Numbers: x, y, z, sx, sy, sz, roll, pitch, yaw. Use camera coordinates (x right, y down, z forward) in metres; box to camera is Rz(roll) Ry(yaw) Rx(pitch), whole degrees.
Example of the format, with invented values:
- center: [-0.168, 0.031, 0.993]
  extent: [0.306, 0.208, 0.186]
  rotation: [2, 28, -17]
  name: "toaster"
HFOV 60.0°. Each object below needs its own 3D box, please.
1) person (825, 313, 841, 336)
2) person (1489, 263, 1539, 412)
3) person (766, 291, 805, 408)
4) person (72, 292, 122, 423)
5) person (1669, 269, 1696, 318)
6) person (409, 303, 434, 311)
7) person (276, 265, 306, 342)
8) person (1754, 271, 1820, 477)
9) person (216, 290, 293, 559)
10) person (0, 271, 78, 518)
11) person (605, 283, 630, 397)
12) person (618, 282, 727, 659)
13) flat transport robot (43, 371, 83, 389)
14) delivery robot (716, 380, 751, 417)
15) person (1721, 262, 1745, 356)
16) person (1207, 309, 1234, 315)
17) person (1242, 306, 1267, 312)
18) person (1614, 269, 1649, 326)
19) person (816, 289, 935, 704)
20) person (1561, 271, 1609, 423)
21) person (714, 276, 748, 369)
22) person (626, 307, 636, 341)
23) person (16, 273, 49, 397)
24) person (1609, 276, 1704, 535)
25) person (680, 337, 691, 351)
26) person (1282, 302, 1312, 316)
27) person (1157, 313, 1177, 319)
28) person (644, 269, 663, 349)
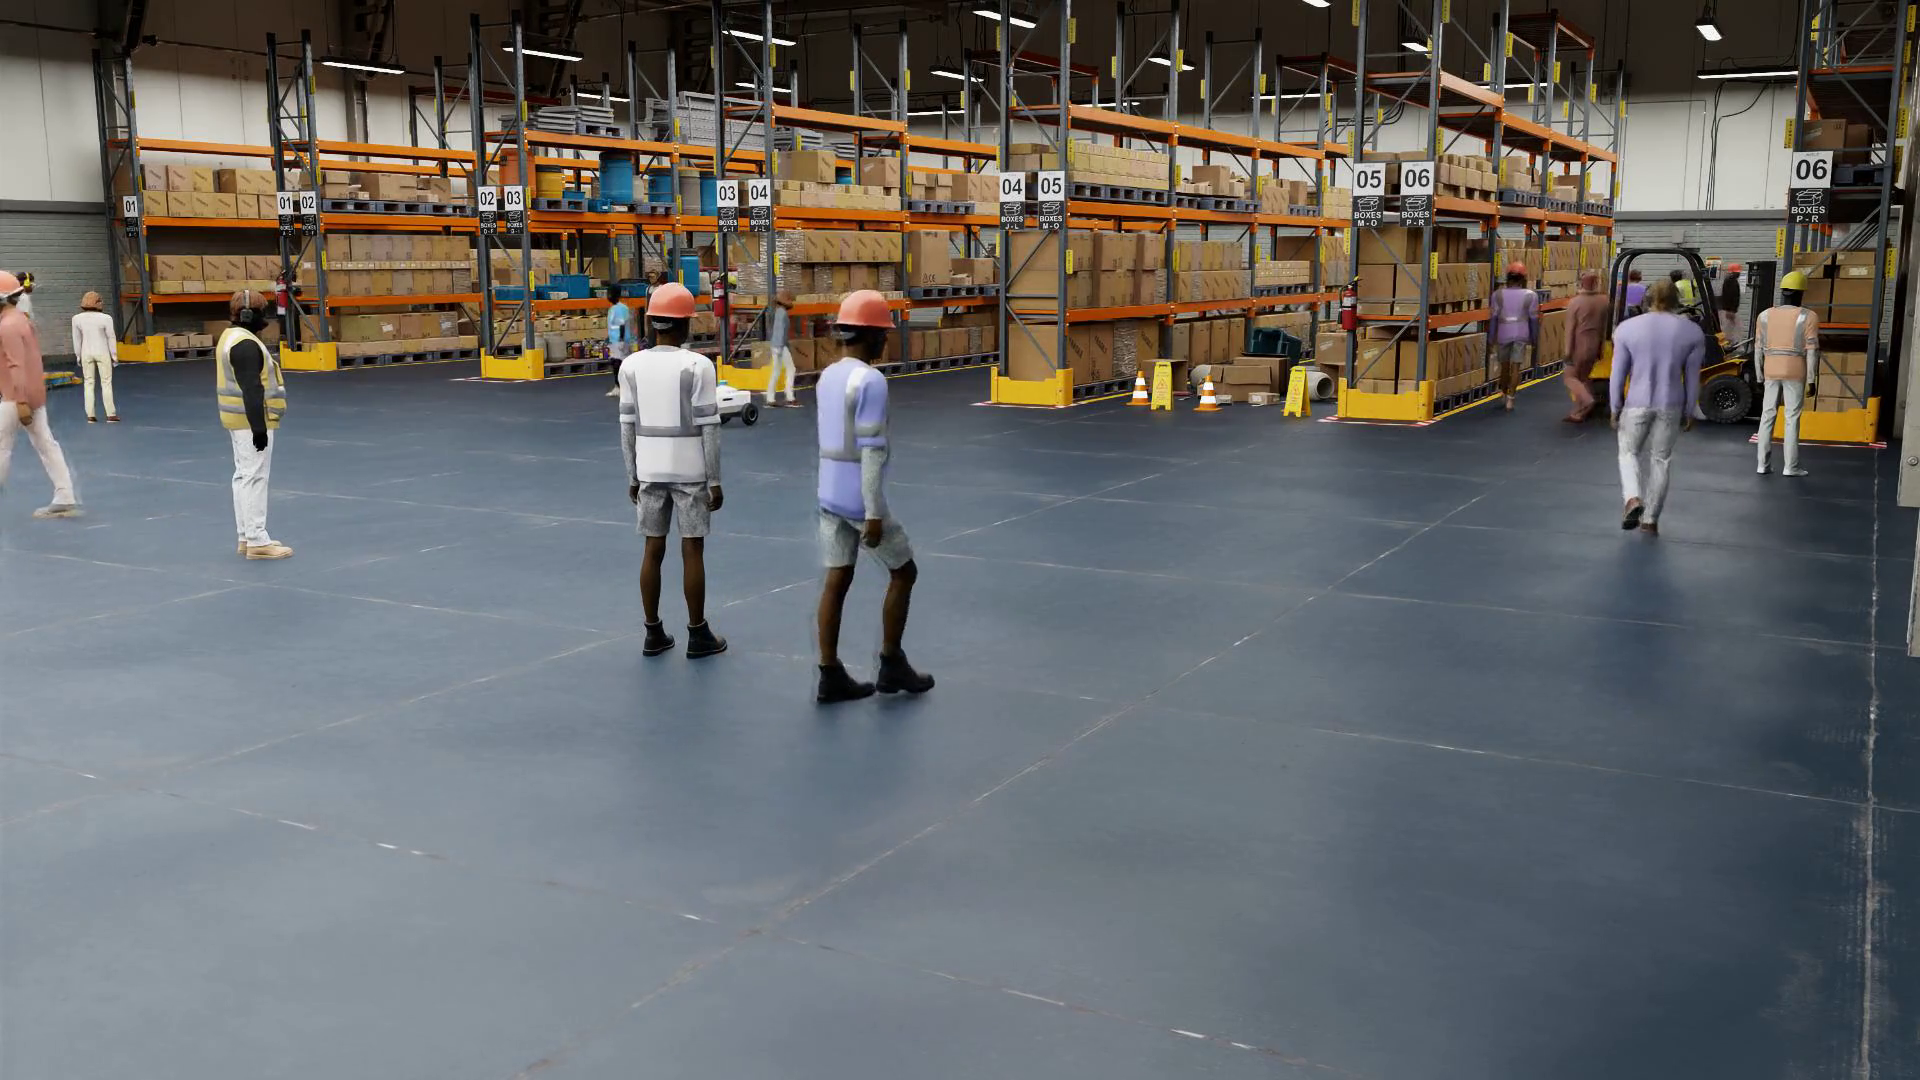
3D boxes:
- center: [-2.550, -4.794, 34.609]
  extent: [0.630, 1.940, 0.371]
  rotation: [4, 11, 23]
  name: "person"
- center: [7.461, -2.732, 22.428]
  extent: [0.619, 1.989, 1.085]
  rotation: [5, 11, 27]
  name: "person"
- center: [-2.391, -2.613, 22.813]
  extent: [0.636, 1.593, 0.543]
  rotation: [-3, 10, -15]
  name: "person"
- center: [-10.778, -2.277, 20.764]
  extent: [0.506, 1.633, 0.279]
  rotation: [-1, 10, -7]
  name: "person"
- center: [14.945, -4.706, 34.530]
  extent: [0.653, 1.792, 0.681]
  rotation: [-6, 12, -33]
  name: "person"
- center: [-11.097, -4.678, 34.266]
  extent: [0.591, 1.829, 0.403]
  rotation: [4, 11, 23]
  name: "person"
- center: [-12.738, -4.288, 31.760]
  extent: [0.619, 1.896, 0.579]
  rotation: [6, 11, 29]
  name: "person"
- center: [7.788, -1.556, 15.684]
  extent: [0.363, 1.928, 0.587]
  rotation: [-8, 12, -39]
  name: "person"
- center: [-4.865, -0.792, 11.465]
  extent: [0.429, 1.840, 0.633]
  rotation: [-6, 11, -31]
  name: "person"
- center: [-7.509, -1.119, 13.053]
  extent: [1.005, 1.942, 0.640]
  rotation: [-2, 10, -14]
  name: "person"
- center: [-4.989, -2.924, 24.386]
  extent: [0.427, 1.680, 0.548]
  rotation: [-5, 11, -26]
  name: "person"
- center: [-1.471, -0.351, 8.594]
  extent: [0.550, 1.937, 0.357]
  rotation: [3, 10, 16]
  name: "person"
- center: [-14.450, -2.510, 26.111]
  extent: [0.652, 0.197, 1.431]
  rotation: [0, 10, -3]
  name: "flat transport robot"
- center: [-2.879, -1.701, 20.269]
  extent: [0.477, 0.478, 0.707]
  rotation: [6, 11, 32]
  name: "delivery robot"
- center: [16.036, -4.815, 34.696]
  extent: [0.631, 1.960, 0.915]
  rotation: [-9, 13, -41]
  name: "person"
- center: [5.680, -5.062, 36.249]
  extent: [0.452, 1.923, 0.627]
  rotation: [-8, 13, -39]
  name: "person"
- center: [6.272, -4.873, 35.314]
  extent: [0.520, 1.856, 0.429]
  rotation: [6, 11, 32]
  name: "person"
- center: [12.820, -4.251, 31.733]
  extent: [0.600, 1.828, 0.449]
  rotation: [6, 11, 29]
  name: "person"
- center: [-0.397, -0.199, 7.760]
  extent: [0.709, 1.912, 0.578]
  rotation: [-7, 12, -34]
  name: "person"
- center: [7.702, -2.358, 20.489]
  extent: [0.649, 1.889, 0.616]
  rotation: [-4, 11, -23]
  name: "person"
- center: [-4.185, -3.918, 30.146]
  extent: [0.545, 1.716, 0.920]
  rotation: [4, 10, 21]
  name: "person"
- center: [-6.623, -4.425, 33.386]
  extent: [0.538, 1.614, 0.685]
  rotation: [4, 10, 22]
  name: "person"
- center: [-13.735, -2.991, 24.363]
  extent: [0.529, 1.839, 0.566]
  rotation: [-9, 13, -44]
  name: "person"
- center: [5.123, -0.974, 12.284]
  extent: [0.628, 1.928, 0.502]
  rotation: [3, 10, 16]
  name: "person"
- center: [-4.108, -2.818, 23.763]
  extent: [0.572, 1.679, 0.535]
  rotation: [-7, 12, -36]
  name: "person"
- center: [7.793, -5.340, 37.884]
  extent: [0.985, 1.912, 0.680]
  rotation: [-6, 12, -33]
  name: "person"
- center: [4.591, -5.232, 36.872]
  extent: [0.640, 2.000, 0.758]
  rotation: [6, 11, 30]
  name: "person"
- center: [-5.411, -3.897, 29.626]
  extent: [0.508, 1.846, 0.345]
  rotation: [5, 11, 28]
  name: "person"
